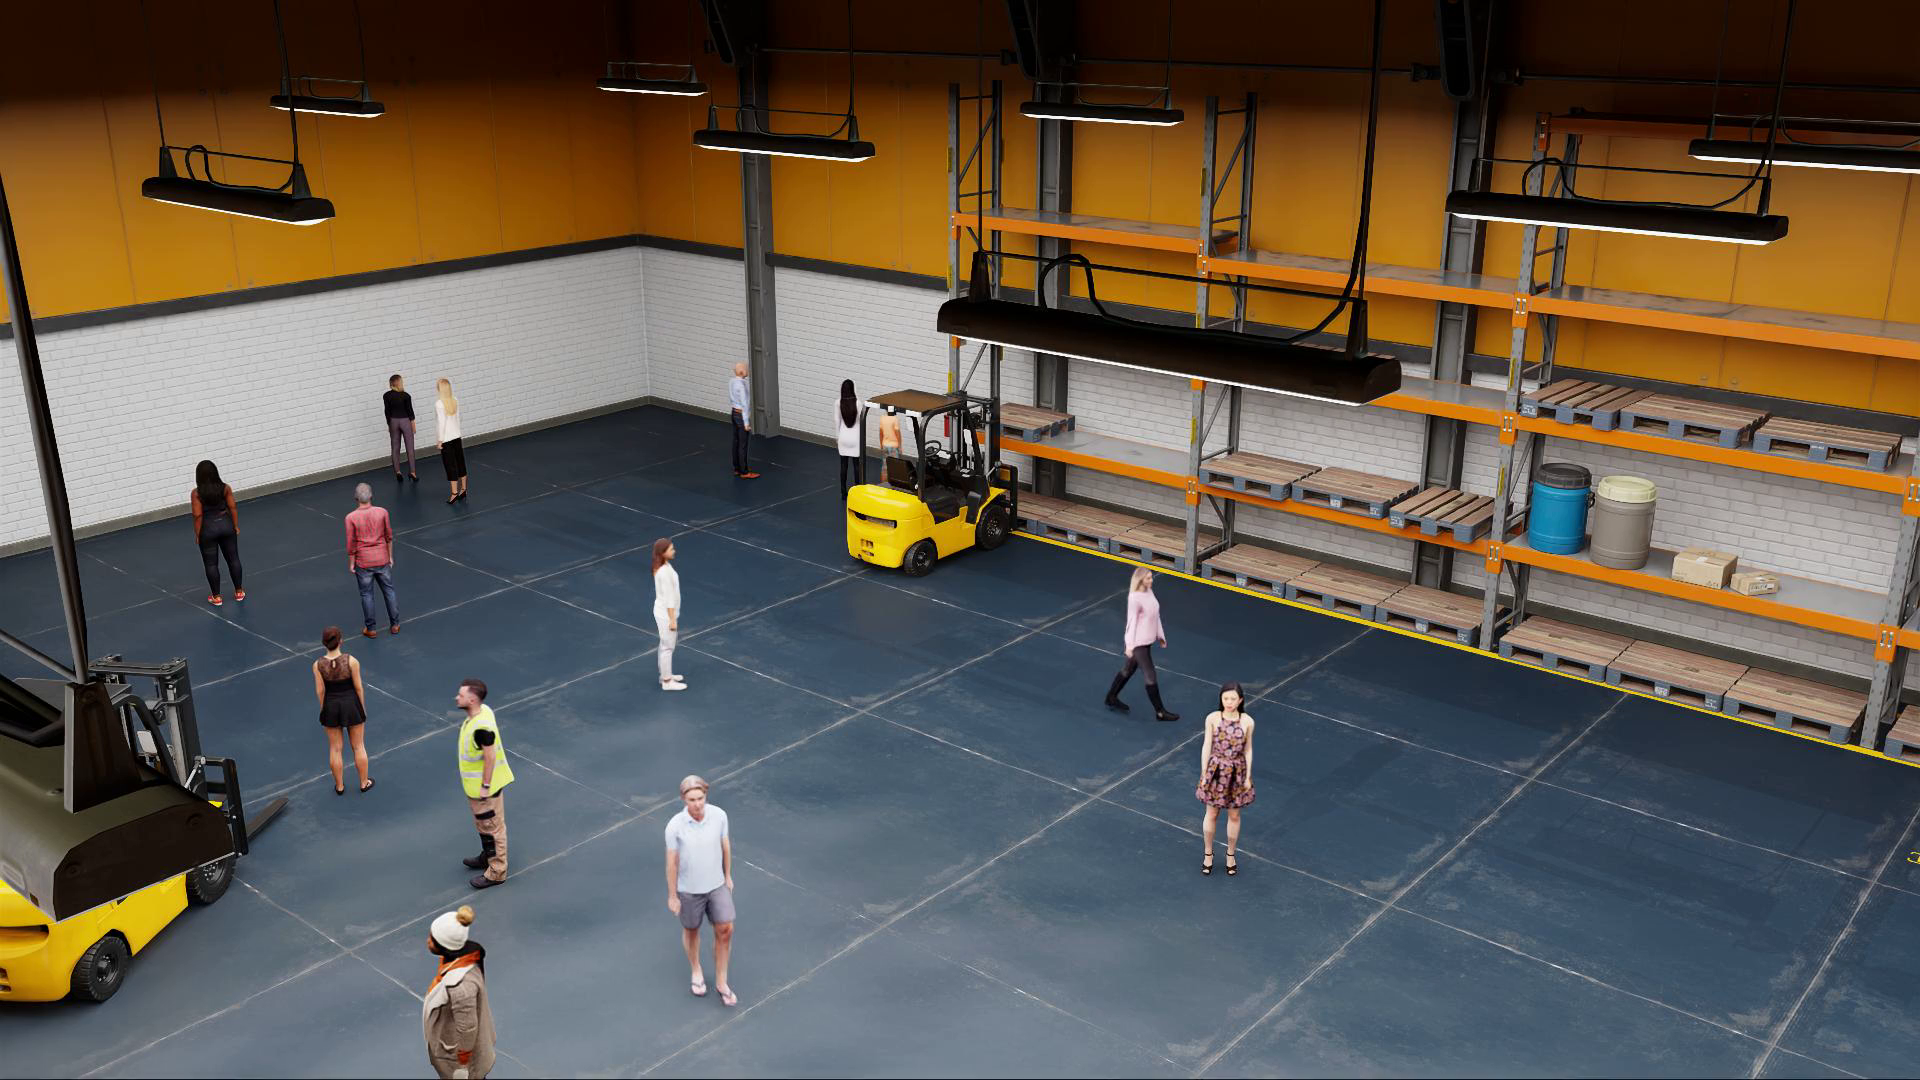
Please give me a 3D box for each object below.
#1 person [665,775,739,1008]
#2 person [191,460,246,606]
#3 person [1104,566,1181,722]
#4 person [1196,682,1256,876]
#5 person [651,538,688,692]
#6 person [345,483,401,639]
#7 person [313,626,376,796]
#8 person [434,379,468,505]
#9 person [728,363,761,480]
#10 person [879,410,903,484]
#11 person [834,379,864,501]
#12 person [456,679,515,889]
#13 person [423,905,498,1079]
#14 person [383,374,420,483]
[{"bbox_3d":[-1.959,2.547,12.450,0.862,1.814,0.937,-7,20,-21],"label":"person"},{"bbox_3d":[-9.090,-0.109,20.333,0.714,1.816,0.685,-13,23,-34],"label":"person"},{"bbox_3d":[1.781,1.054,17.153,1.143,1.643,0.760,10,21,27],"label":"person"},{"bbox_3d":[2.258,2.021,14.077,0.781,1.774,0.859,2,19,7],"label":"person"},{"bbox_3d":[-3.155,0.784,17.884,0.745,1.688,0.643,-6,19,-16],"label":"person"},{"bbox_3d":[-6.831,0.228,19.313,0.741,1.830,0.666,-11,22,-31],"label":"person"},{"bbox_3d":[-5.775,1.582,15.536,0.679,1.674,0.724,-4,19,-12],"label":"person"},{"bbox_3d":[-7.434,-1.440,24.222,0.629,1.857,0.683,7,20,21],"label":"person"},{"bbox_3d":[-3.362,-1.846,25.530,0.771,1.791,0.626,-10,21,-28],"label":"person"},{"bbox_3d":[-1.027,-1.382,24.669,0.462,1.461,0.611,11,22,30],"label":"person"},{"bbox_3d":[-1.624,-1.472,24.395,0.615,1.807,0.744,5,19,13],"label":"person"},{"bbox_3d":[-4.020,2.010,13.994,0.903,1.846,0.826,-6,20,-18],"label":"person"},{"bbox_3d":[-3.122,3.150,10.542,0.874,1.890,0.789,-5,19,-15],"label":"person"},{"bbox_3d":[-8.505,-1.698,25.281,0.664,1.670,0.750,1,19,3],"label":"person"}]
